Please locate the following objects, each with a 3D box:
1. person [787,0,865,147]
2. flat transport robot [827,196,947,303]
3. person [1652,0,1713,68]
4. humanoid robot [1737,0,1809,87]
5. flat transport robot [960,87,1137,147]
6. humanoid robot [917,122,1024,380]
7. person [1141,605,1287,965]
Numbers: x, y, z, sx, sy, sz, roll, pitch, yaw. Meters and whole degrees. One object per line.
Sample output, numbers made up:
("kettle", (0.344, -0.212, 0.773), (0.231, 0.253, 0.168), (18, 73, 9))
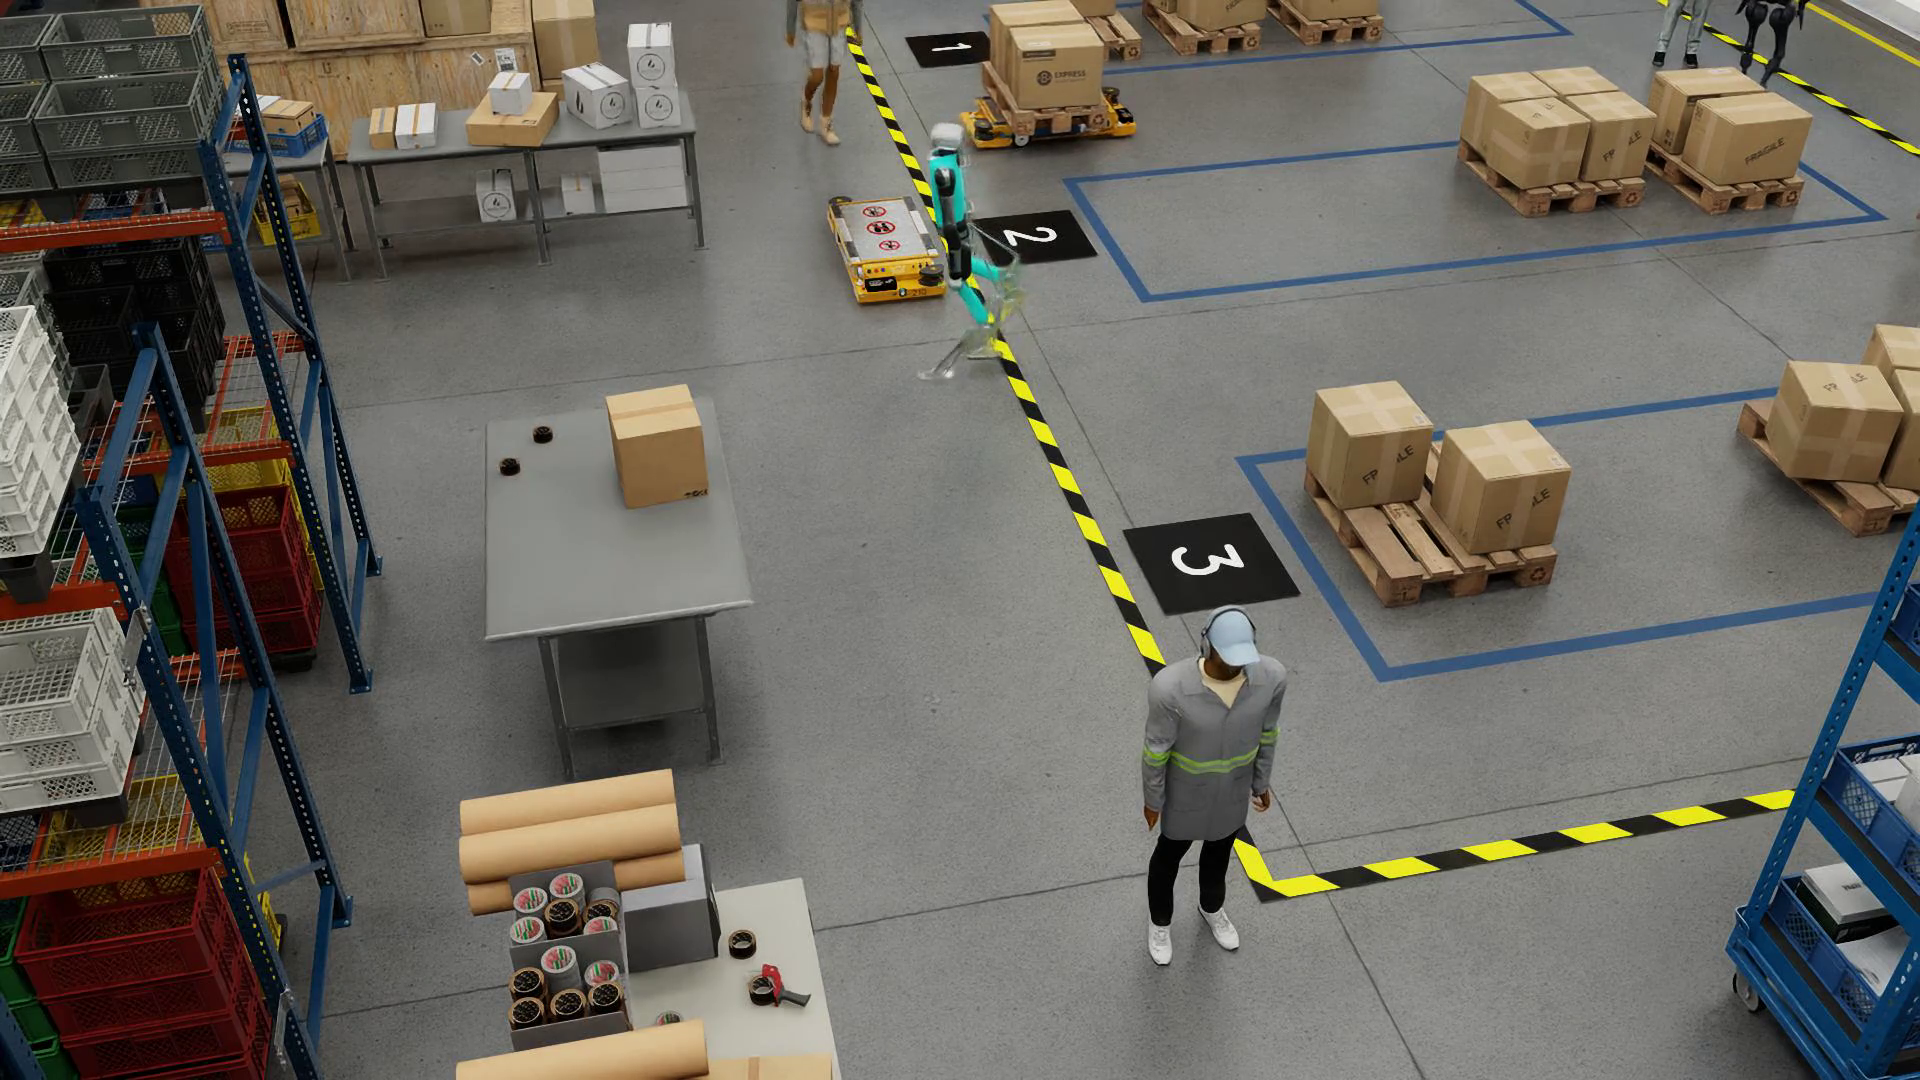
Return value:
("person", (-1.111, -4.295, 13.868), (0.651, 2.010, 0.451), (-17, 40, -21))
("flat transport robot", (-0.570, -2.220, 12.538), (0.659, 0.231, 1.431), (-8, 37, -10))
("person", (6.841, -5.278, 15.346), (0.588, 1.822, 0.403), (8, 37, 10))
("humanoid robot", (7.206, -4.760, 14.775), (0.603, 1.648, 0.466), (30, 46, 34))
("flat transport robot", (0.768, -3.694, 14.495), (1.431, 0.197, 0.652), (-8, 37, -10))
("humanoid robot", (0.126, -1.840, 10.812), (0.836, 1.789, 0.541), (-1, 37, -2))
("person", (1.026, 1.015, 6.863), (0.588, 1.852, 0.370), (-9, 38, -11))
